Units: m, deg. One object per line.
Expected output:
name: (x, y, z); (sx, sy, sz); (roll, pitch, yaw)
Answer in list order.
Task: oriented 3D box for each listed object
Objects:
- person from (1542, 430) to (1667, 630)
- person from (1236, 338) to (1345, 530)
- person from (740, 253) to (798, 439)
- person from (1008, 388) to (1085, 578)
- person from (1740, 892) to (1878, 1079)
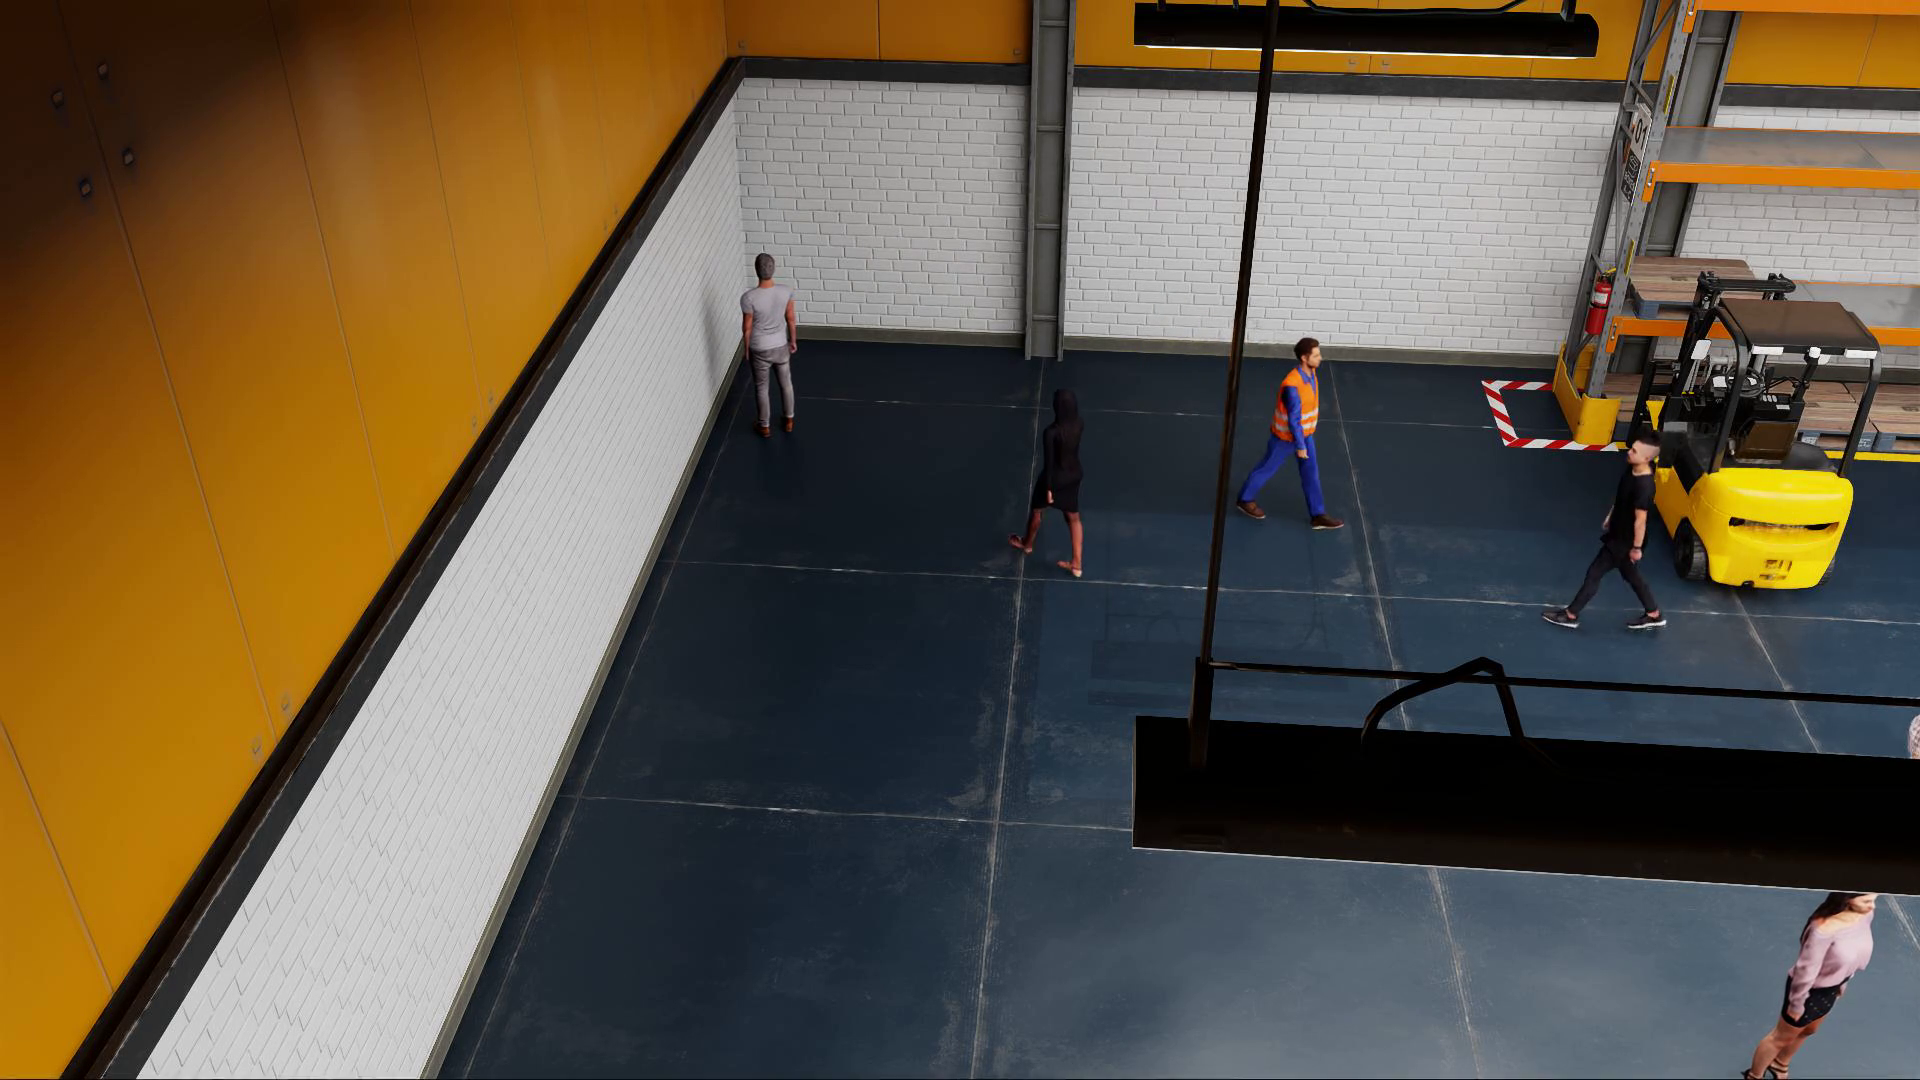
person: (5.326, -0.025, 13.066); (1.236, 1.819, 0.841); (8, 35, 12)
person: (2.787, -0.916, 14.407); (1.320, 1.818, 1.087); (21, 39, 28)
person: (-1.806, -1.840, 15.792); (0.683, 1.824, 0.815); (-15, 36, -21)
person: (0.904, -0.448, 13.817); (1.017, 1.693, 1.097); (-27, 42, -35)
person: (4.744, 2.502, 9.271); (0.646, 1.811, 0.758); (-16, 37, -23)
